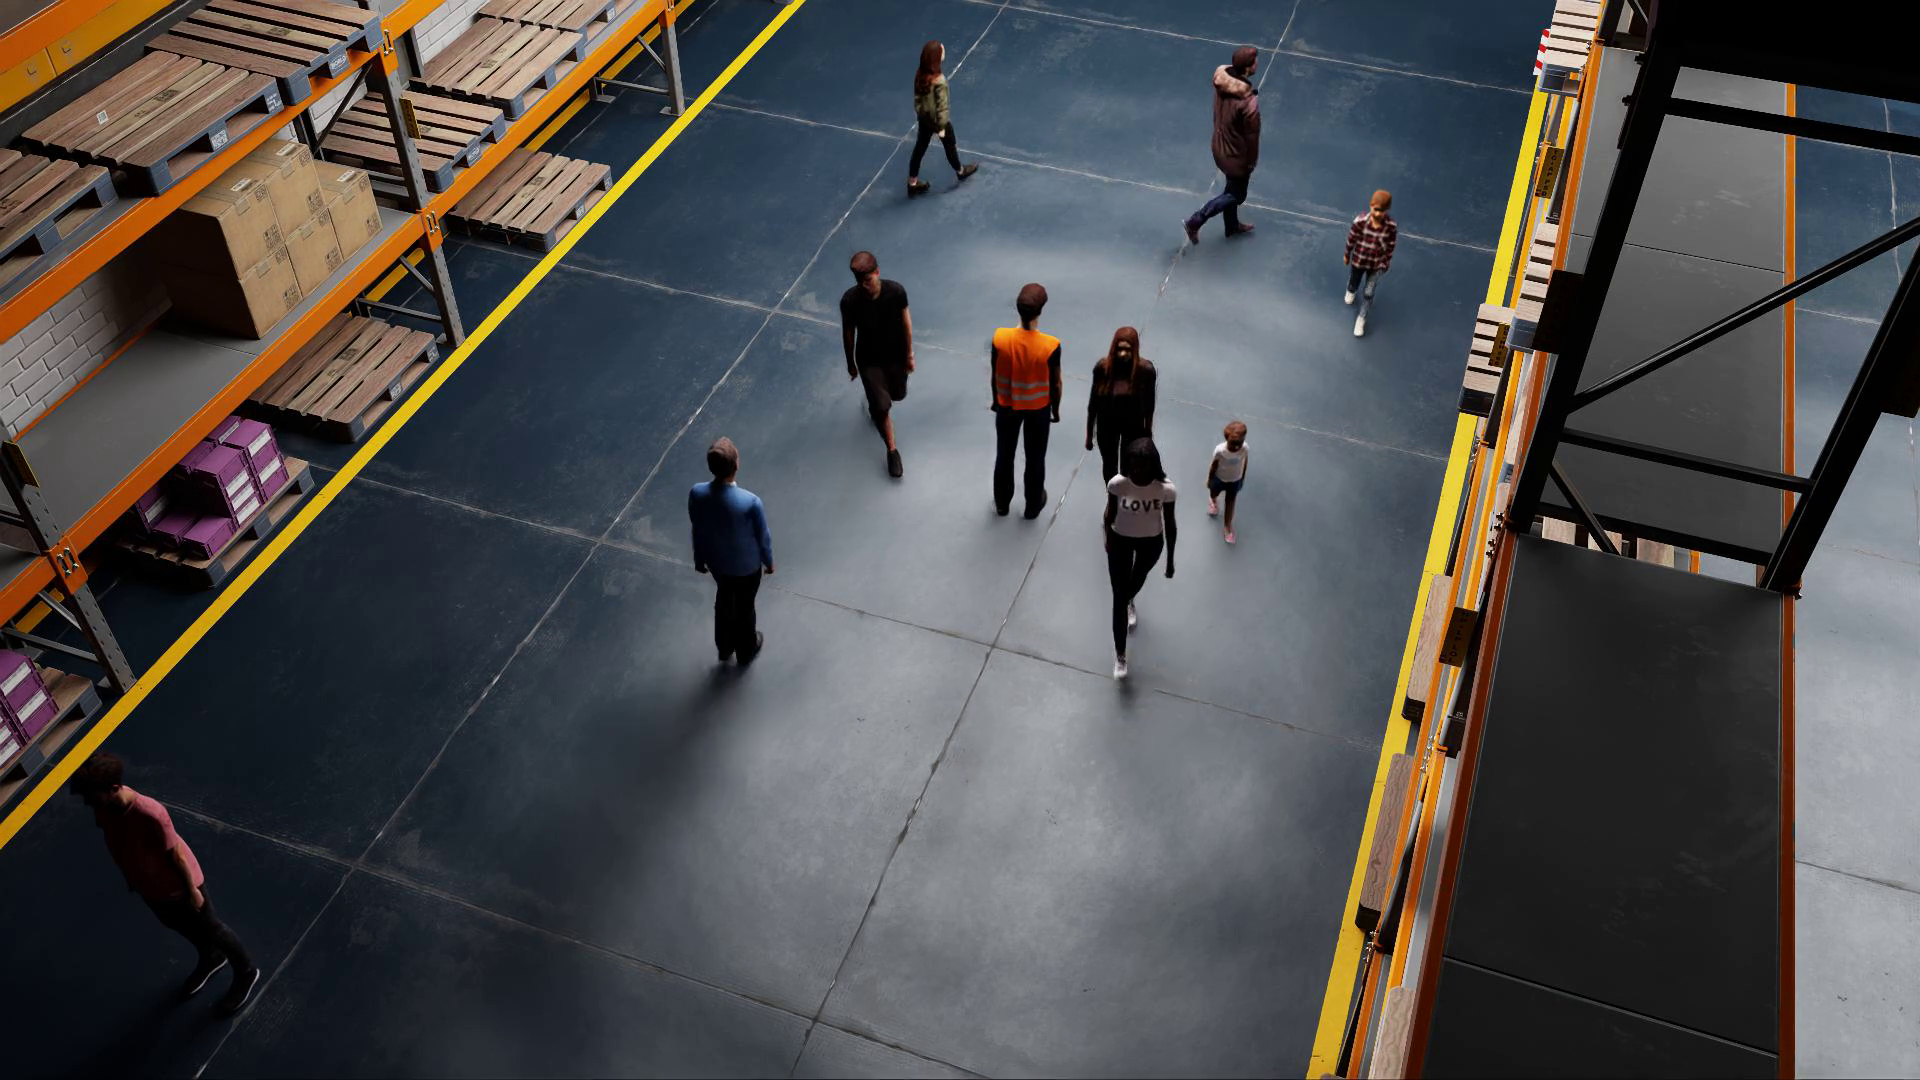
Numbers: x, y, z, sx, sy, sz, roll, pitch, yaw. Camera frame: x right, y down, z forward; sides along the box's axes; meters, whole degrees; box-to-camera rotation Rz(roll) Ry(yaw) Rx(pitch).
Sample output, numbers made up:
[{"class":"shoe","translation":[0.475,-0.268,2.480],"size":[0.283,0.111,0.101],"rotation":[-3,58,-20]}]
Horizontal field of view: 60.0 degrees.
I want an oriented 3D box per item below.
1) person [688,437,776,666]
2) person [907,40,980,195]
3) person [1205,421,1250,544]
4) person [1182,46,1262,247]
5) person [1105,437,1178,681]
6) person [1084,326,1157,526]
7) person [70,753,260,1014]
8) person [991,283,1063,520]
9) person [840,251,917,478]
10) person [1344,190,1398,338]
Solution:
[{"class":"person","translation":[-1.473,0.171,10.527],"size":[0.651,1.799,0.655],"rotation":[13,45,13]},{"class":"person","translation":[-0.297,-3.748,14.904],"size":[1.055,1.435,0.933],"rotation":[-26,49,-24]},{"class":"person","translation":[1.897,-0.498,11.812],"size":[0.589,0.993,0.762],"rotation":[-2,44,-2]},{"class":"person","translation":[2.268,-3.308,14.155],"size":[1.131,1.830,1.108],"rotation":[-12,45,-13]},{"class":"person","translation":[1.148,-0.019,10.771],"size":[0.828,1.735,1.184],"rotation":[3,44,3]},{"class":"person","translation":[1.144,-0.853,11.671],"size":[0.621,1.703,0.603],"rotation":[10,45,11]},{"class":"person","translation":[-4.156,1.761,8.743],"size":[0.627,1.956,0.546],"rotation":[14,45,14]},{"class":"person","translation":[0.437,-0.948,11.642],"size":[0.703,1.880,0.674],"rotation":[7,44,8]},{"class":"person","translation":[-0.584,-1.392,12.143],"size":[1.078,1.831,1.212],"rotation":[-13,45,-13]},{"class":"person","translation":[3.326,-2.317,13.506],"size":[0.582,1.291,0.799],"rotation":[10,44,10]}]
